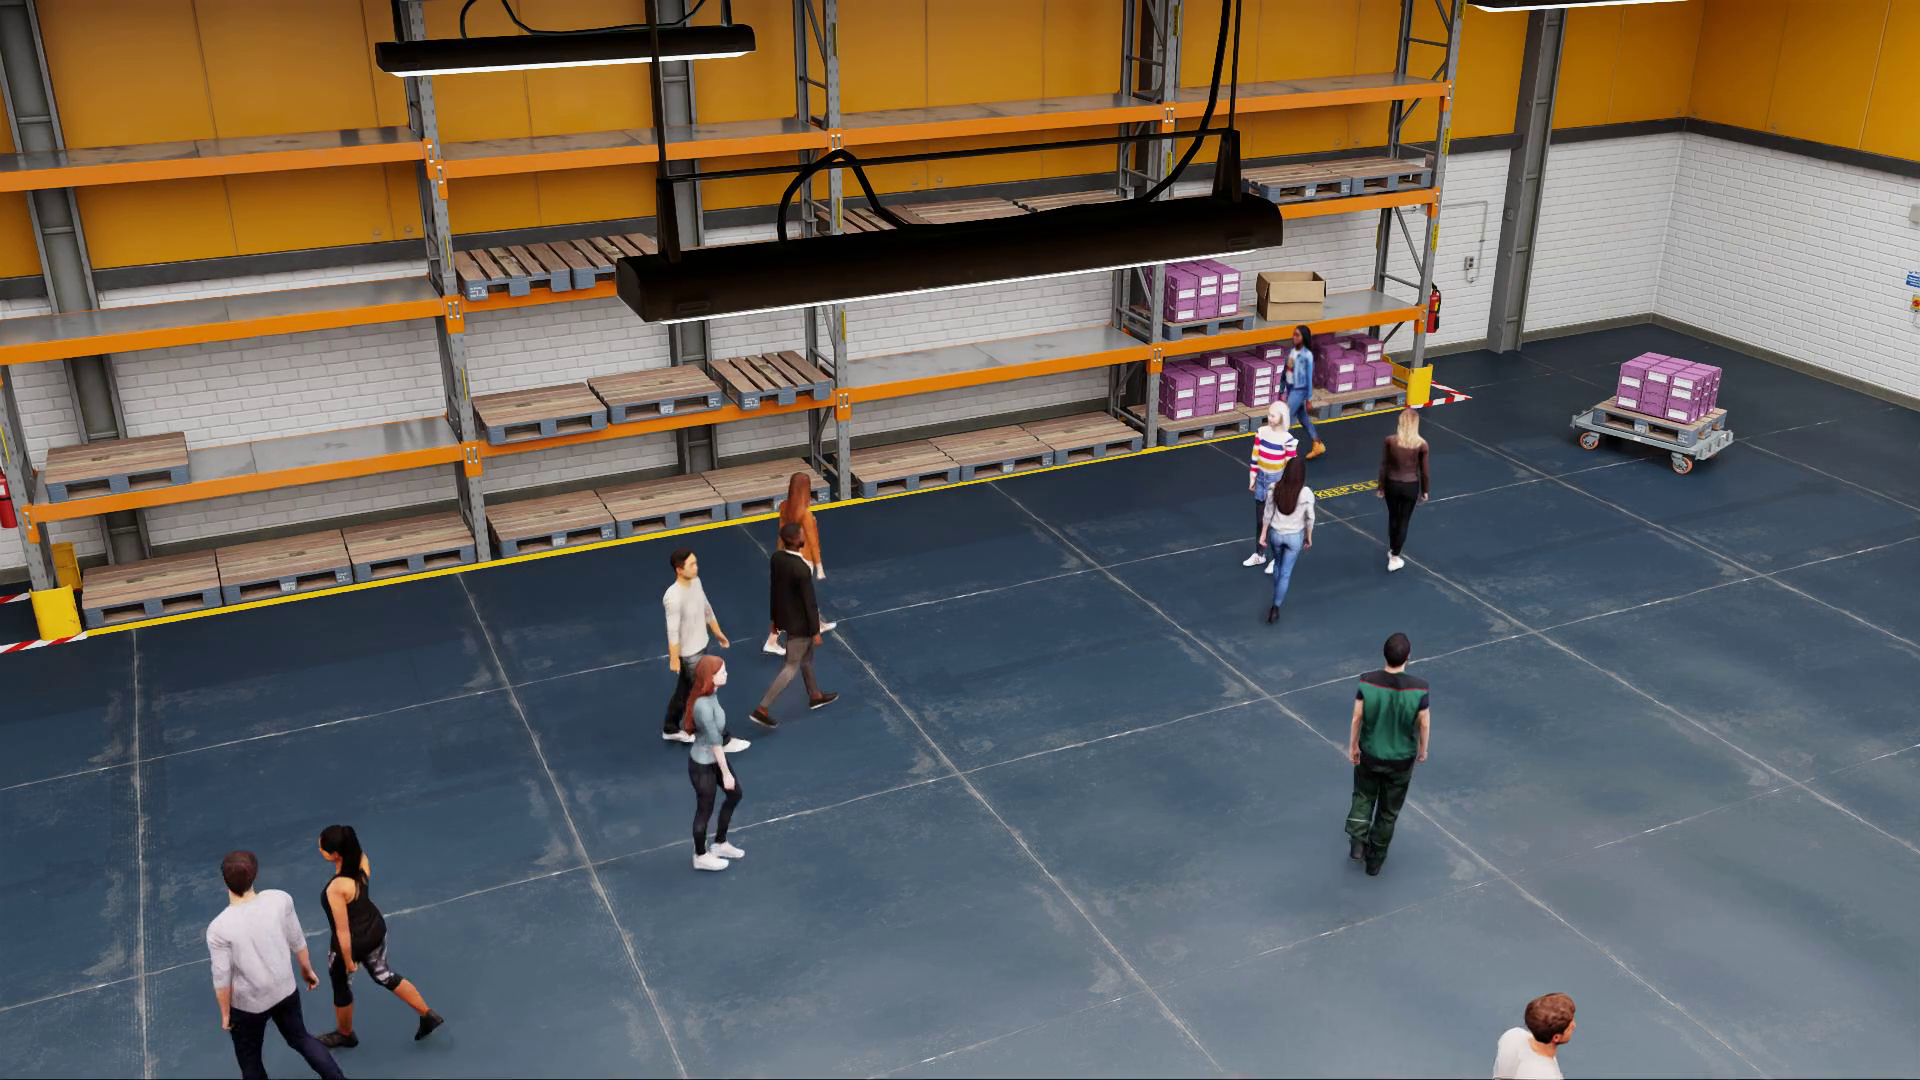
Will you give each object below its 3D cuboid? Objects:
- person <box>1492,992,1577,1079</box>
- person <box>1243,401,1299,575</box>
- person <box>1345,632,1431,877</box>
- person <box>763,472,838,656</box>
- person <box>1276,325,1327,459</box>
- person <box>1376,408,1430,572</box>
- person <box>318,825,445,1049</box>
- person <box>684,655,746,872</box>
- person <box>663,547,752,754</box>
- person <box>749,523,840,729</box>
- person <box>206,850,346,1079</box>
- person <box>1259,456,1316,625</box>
[{"bbox_3d":[2.733,3.065,8.320,0.754,1.886,0.760,-2,24,-5],"label":"person"},{"bbox_3d":[3.136,-0.543,16.674,0.632,1.808,0.710,-22,32,-40],"label":"person"},{"bbox_3d":[3.007,1.555,11.774,0.830,1.887,0.882,10,25,21],"label":"person"},{"bbox_3d":[-1.529,0.244,15.030,1.187,1.682,0.838,-18,30,-36],"label":"person"},{"bbox_3d":[4.006,-1.669,19.432,1.217,1.661,0.682,-9,25,-20],"label":"person"},{"bbox_3d":[4.415,-0.490,16.704,0.805,1.686,0.863,11,26,23],"label":"person"},{"bbox_3d":[-3.581,2.416,10.107,1.106,1.645,0.957,4,24,8],"label":"person"},{"bbox_3d":[-1.874,1.617,11.831,0.732,1.727,0.699,0,24,1],"label":"person"},{"bbox_3d":[-2.248,0.881,13.454,1.136,1.777,1.005,5,24,11],"label":"person"},{"bbox_3d":[-1.443,0.738,13.793,1.220,1.767,0.856,-17,29,-33],"label":"person"},{"bbox_3d":[-3.873,2.599,9.464,1.064,1.825,1.060,15,28,31],"label":"person"},{"bbox_3d":[3.043,0.033,15.621,0.924,1.595,1.005,10,26,23],"label":"person"}]
